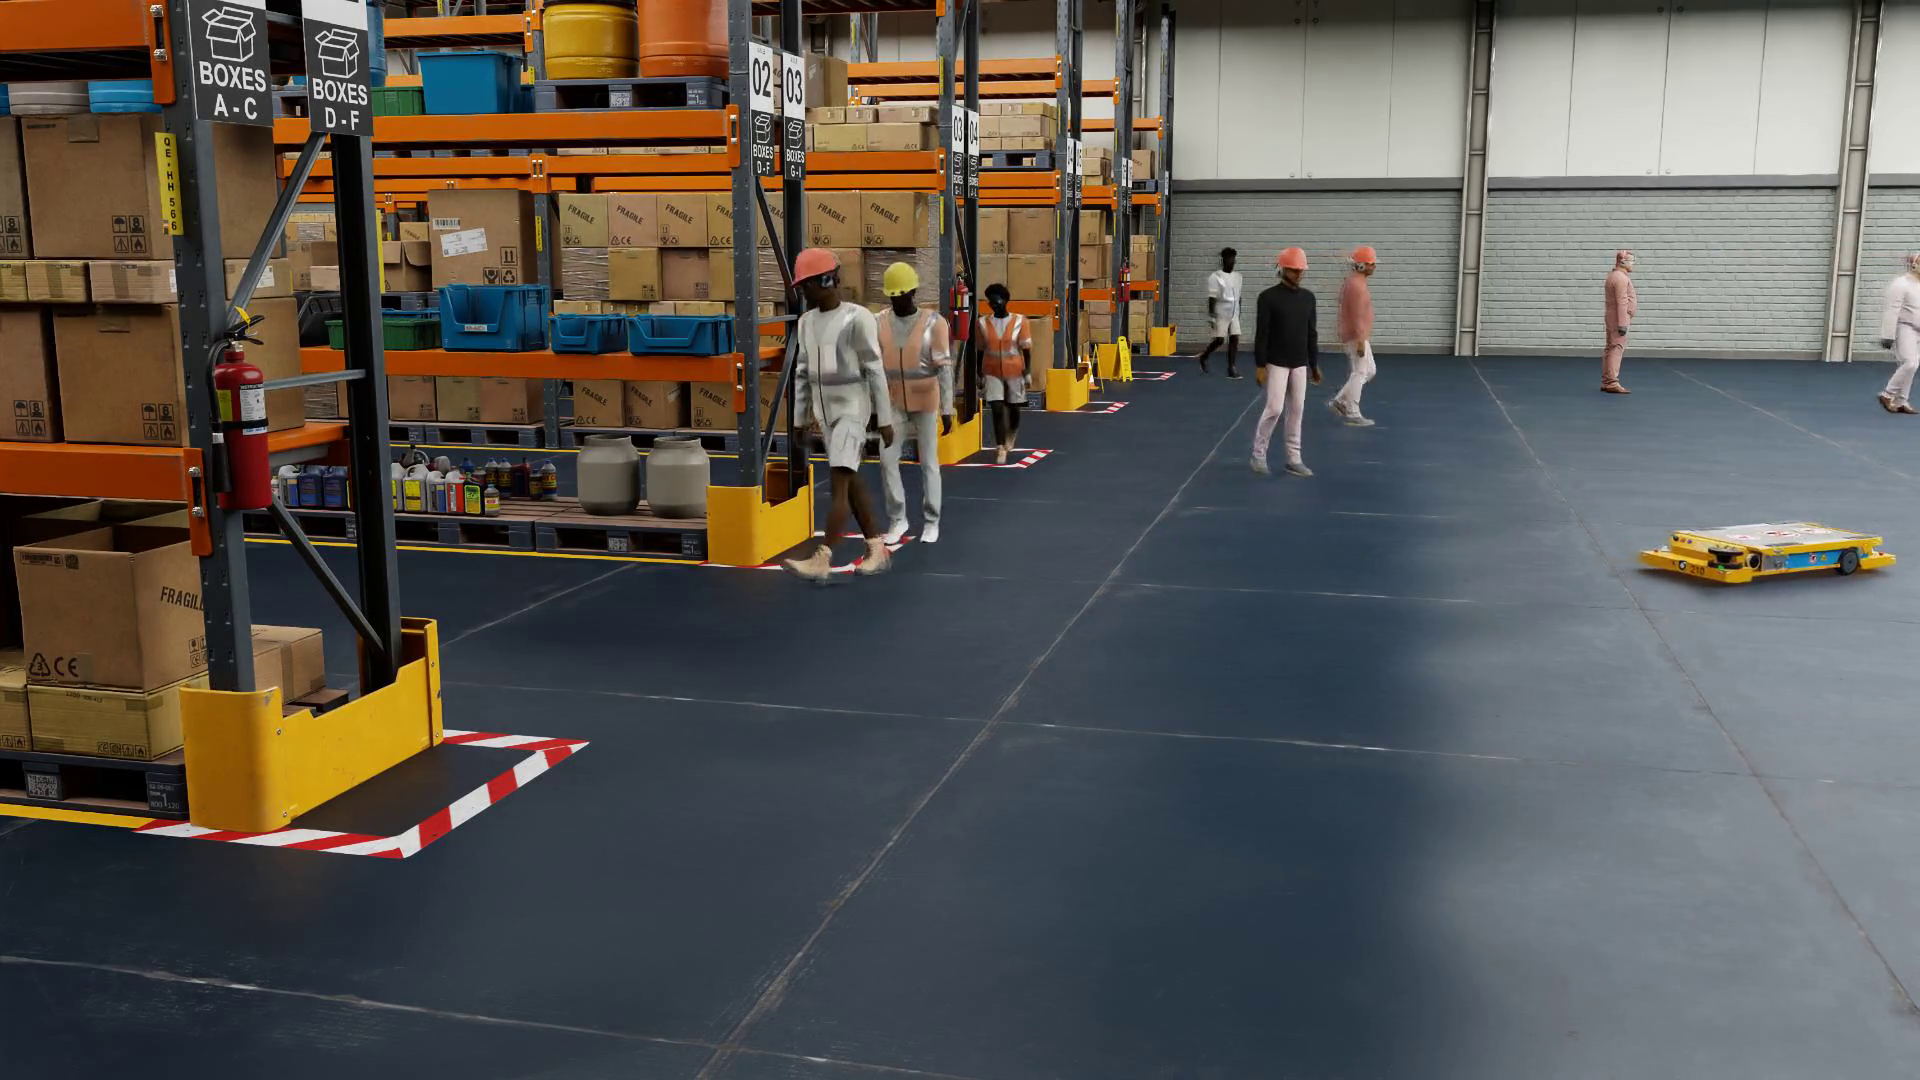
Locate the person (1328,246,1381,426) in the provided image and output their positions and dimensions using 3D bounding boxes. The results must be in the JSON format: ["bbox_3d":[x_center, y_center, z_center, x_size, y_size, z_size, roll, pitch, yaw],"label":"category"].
[{"bbox_3d":[4.382,-2.227,18.249,0.446,1.974,0.641,2,11,13],"label":"person"}]

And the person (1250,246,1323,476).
[{"bbox_3d":[2.851,-1.544,14.444,0.631,1.993,0.409,-6,12,-29],"label":"person"}]

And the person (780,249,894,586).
[{"bbox_3d":[-0.799,-0.725,9.932,0.663,1.979,0.984,9,14,42],"label":"person"}]

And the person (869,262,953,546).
[{"bbox_3d":[-0.326,-0.896,11.117,0.654,1.888,0.621,3,11,17],"label":"person"}]

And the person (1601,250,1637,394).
[{"bbox_3d":[8.850,-2.919,22.290,0.405,1.904,0.653,2,10,9],"label":"person"}]

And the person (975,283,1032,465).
[{"bbox_3d":[0.412,-1.545,15.376,0.538,1.663,0.674,2,10,8],"label":"person"}]

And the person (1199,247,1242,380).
[{"bbox_3d":[3.889,-3.350,24.568,0.611,1.943,0.738,-6,12,-31],"label":"person"}]

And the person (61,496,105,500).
[{"bbox_3d":[-5.728,-0.798,10.642,0.320,1.867,0.533,2,10,9],"label":"person"}]

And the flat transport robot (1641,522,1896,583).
[{"bbox_3d":[5.015,0.060,10.307,1.431,0.197,0.652,-4,11,-23],"label":"flat transport robot"}]

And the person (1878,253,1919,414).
[{"bbox_3d":[11.176,-2.410,19.503,0.642,1.894,0.426,-6,12,-28],"label":"person"}]
